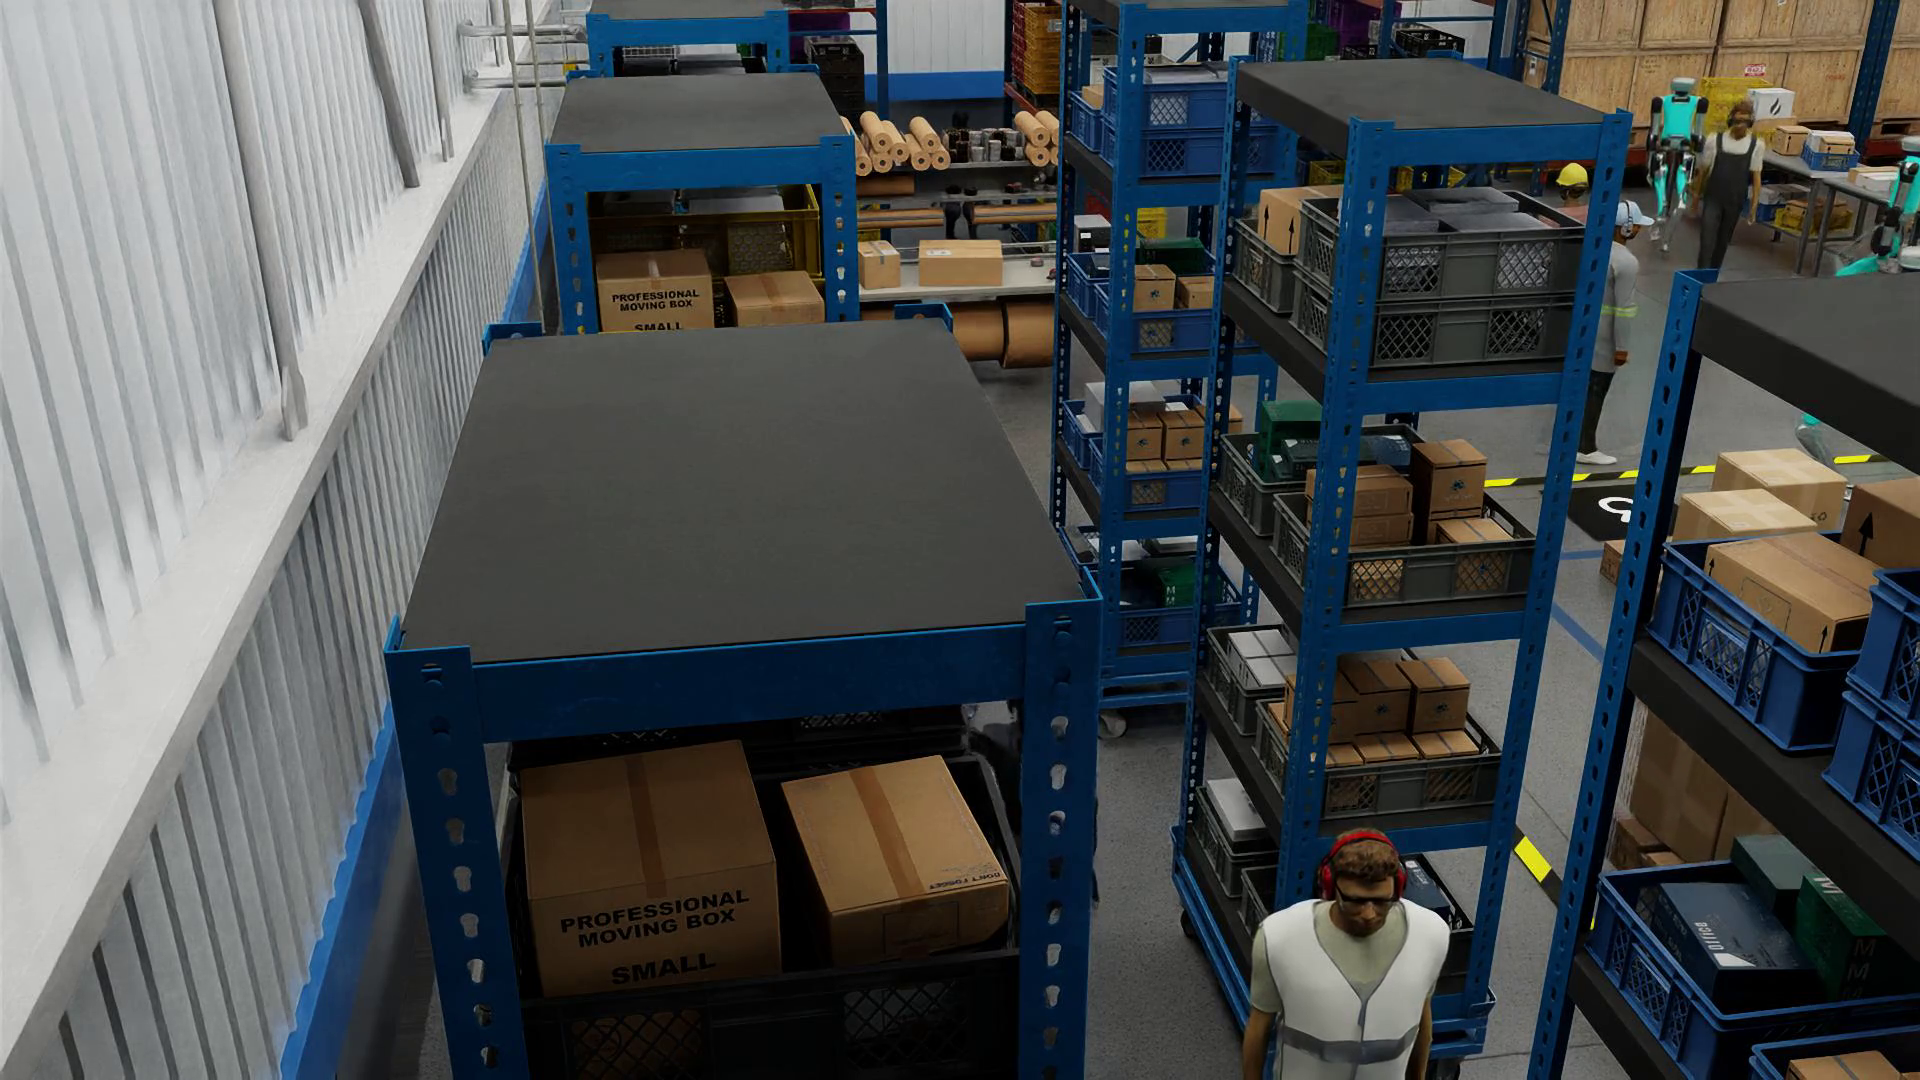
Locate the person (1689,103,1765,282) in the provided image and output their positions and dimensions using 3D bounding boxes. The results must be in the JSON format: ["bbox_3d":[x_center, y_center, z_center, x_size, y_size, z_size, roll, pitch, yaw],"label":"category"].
[{"bbox_3d":[6.911,-3.012,15.011,0.536,1.794,0.945,7,26,15],"label":"person"}]

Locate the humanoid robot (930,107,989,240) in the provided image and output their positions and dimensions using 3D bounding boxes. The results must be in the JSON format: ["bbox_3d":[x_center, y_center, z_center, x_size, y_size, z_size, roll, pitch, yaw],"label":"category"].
[{"bbox_3d":[0.026,-3.218,15.646,0.612,1.631,0.684,-9,26,-18],"label":"humanoid robot"}]

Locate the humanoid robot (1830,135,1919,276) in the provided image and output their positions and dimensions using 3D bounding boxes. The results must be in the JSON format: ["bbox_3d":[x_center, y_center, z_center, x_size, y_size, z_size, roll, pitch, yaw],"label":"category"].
[{"bbox_3d":[7.698,-2.532,14.061,0.667,1.806,0.541,21,32,38],"label":"humanoid robot"}]

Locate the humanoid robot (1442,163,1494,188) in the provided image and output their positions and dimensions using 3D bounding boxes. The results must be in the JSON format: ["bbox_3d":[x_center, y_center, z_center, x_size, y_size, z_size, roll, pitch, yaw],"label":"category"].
[{"bbox_3d":[5.026,-3.630,16.517,0.602,1.662,0.347,-1,25,-1],"label":"humanoid robot"}]

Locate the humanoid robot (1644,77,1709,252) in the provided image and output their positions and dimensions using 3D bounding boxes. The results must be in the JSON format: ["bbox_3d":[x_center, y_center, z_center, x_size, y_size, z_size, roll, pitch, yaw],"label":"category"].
[{"bbox_3d":[7.071,-3.667,16.525,0.551,1.725,1.023,8,26,17],"label":"humanoid robot"}]

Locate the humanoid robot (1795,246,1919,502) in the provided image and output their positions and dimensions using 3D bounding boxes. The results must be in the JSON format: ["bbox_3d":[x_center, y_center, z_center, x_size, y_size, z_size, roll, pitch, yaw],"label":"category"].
[{"bbox_3d":[5.775,-1.101,10.778,0.735,1.673,0.533,14,28,27],"label":"humanoid robot"}]

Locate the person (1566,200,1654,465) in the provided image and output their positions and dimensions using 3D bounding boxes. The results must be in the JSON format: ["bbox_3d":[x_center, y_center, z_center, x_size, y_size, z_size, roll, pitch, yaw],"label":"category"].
[{"bbox_3d":[4.474,-1.439,11.531,0.398,1.851,0.593,-5,25,-11],"label":"person"}]

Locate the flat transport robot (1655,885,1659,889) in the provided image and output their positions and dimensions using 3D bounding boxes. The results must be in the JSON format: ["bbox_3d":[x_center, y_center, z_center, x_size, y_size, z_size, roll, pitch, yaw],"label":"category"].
[{"bbox_3d":[3.427,1.613,6.758,0.652,0.197,1.431,-4,25,-8],"label":"flat transport robot"}]

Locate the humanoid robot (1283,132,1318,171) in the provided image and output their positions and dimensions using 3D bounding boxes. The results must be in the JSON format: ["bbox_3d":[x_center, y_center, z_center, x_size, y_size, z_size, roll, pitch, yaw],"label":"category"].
[{"bbox_3d":[3.772,-4.531,18.493,0.709,1.630,0.596,-9,26,-19],"label":"humanoid robot"}]

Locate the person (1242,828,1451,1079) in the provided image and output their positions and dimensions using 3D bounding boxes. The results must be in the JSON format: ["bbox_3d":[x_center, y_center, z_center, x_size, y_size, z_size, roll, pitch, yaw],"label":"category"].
[{"bbox_3d":[1.100,1.614,4.901,0.569,1.843,0.375,-3,25,-6],"label":"person"}]

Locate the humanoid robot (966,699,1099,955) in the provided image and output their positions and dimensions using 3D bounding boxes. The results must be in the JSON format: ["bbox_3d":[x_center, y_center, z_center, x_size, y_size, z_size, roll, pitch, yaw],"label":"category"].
[{"bbox_3d":[0.217,1.196,6.051,0.608,1.646,0.690,0,25,0],"label":"humanoid robot"}]

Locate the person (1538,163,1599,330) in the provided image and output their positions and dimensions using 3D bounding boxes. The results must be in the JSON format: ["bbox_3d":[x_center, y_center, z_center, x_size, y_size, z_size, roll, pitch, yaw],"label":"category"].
[{"bbox_3d":[4.660,-2.034,12.927,0.523,1.769,0.320,-9,26,-20],"label":"person"}]

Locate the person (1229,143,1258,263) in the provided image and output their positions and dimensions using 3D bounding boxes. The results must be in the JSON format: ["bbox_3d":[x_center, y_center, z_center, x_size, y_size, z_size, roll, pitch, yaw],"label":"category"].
[{"bbox_3d":[2.706,-3.457,15.749,0.598,2.000,1.010,-1,25,-2],"label":"person"}]

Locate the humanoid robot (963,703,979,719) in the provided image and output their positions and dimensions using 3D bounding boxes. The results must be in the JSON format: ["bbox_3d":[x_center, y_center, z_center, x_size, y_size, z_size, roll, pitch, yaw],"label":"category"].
[{"bbox_3d":[-0.201,0.274,8.027,0.538,1.770,0.993,9,26,20],"label":"humanoid robot"}]
